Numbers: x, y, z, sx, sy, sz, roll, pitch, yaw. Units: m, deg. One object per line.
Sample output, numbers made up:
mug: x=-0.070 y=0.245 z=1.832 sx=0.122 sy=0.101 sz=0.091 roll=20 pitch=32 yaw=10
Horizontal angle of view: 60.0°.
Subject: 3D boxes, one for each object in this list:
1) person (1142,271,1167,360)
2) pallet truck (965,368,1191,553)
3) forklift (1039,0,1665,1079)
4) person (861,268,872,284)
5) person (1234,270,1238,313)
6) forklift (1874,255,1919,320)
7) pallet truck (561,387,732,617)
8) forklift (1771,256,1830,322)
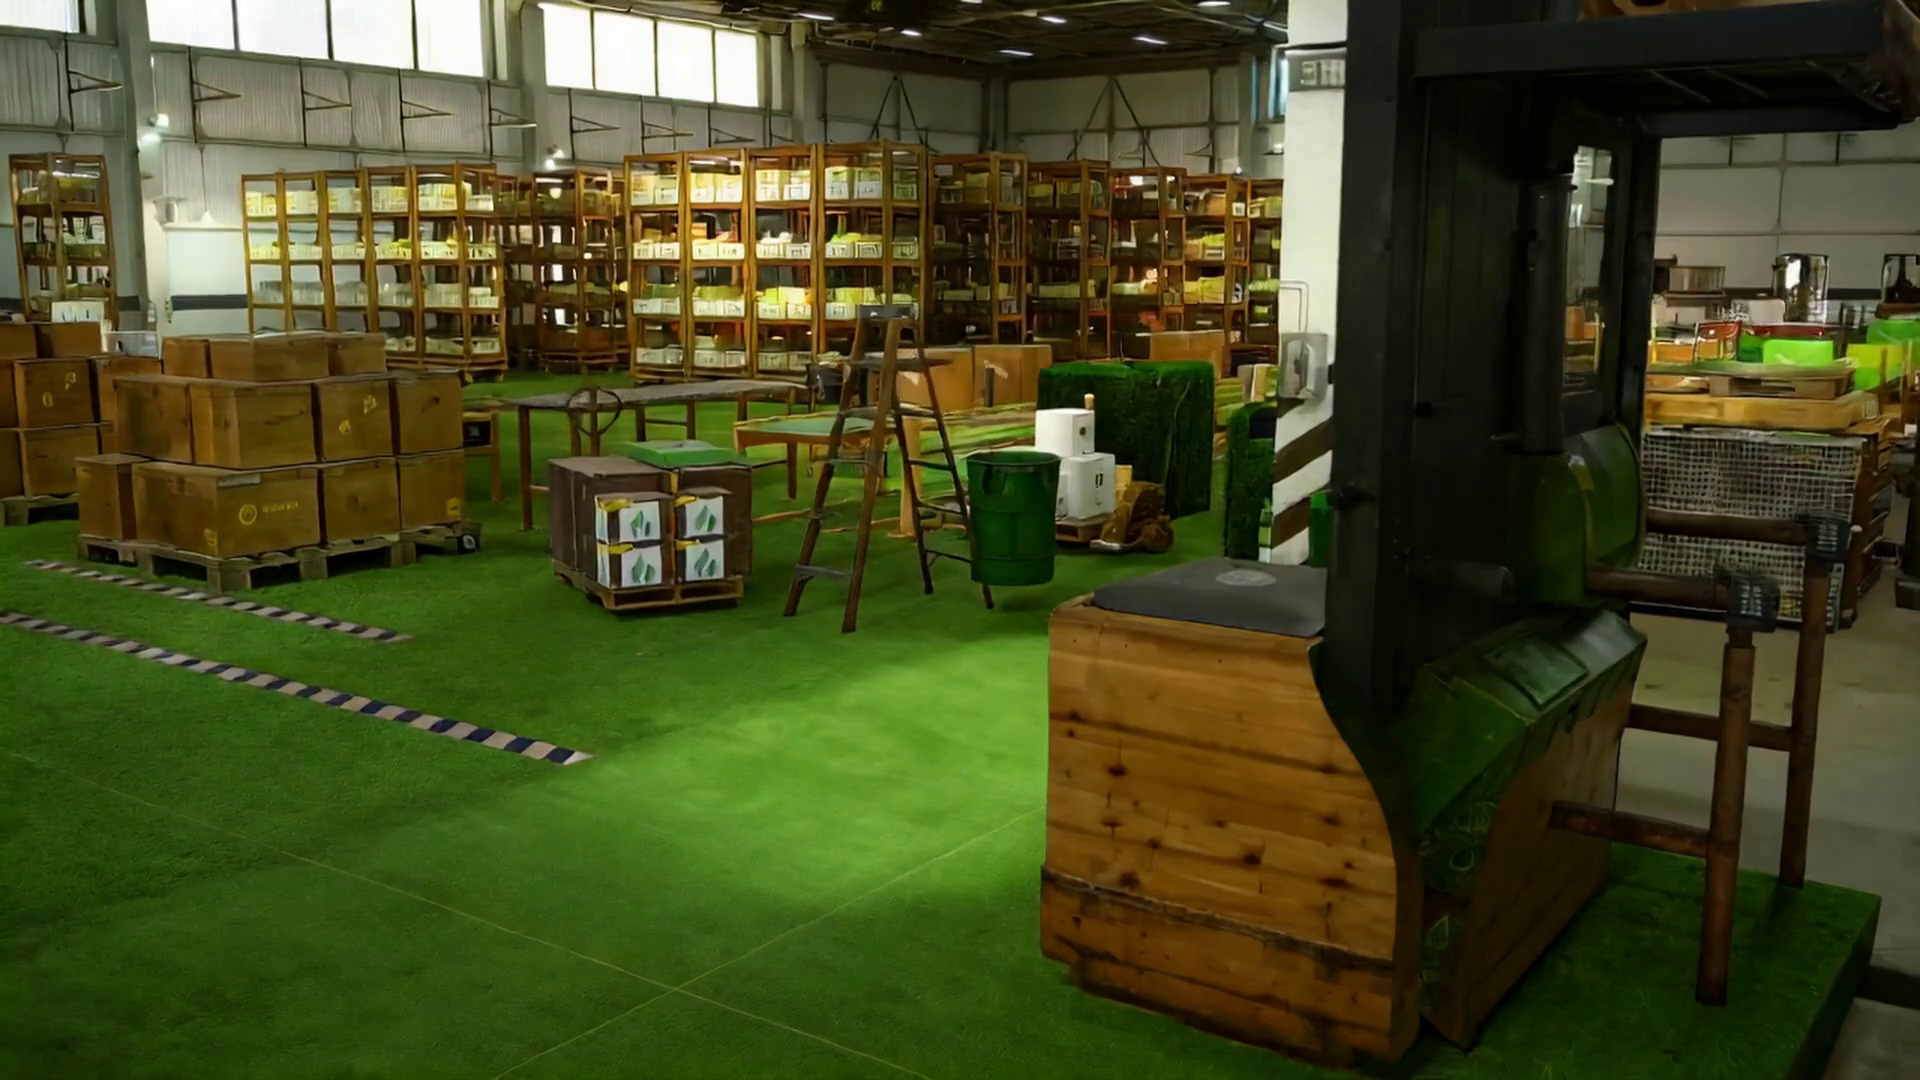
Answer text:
person: x=3.766 y=-4.302 z=32.325 sx=0.404 sy=1.822 sz=0.602 roll=-9 pitch=13 yaw=-43
pallet truck: x=0.845 y=-0.609 z=11.869 sx=1.630 sy=1.274 sz=0.653 roll=7 pitch=12 yaw=35
forklift: x=1.249 y=-0.137 z=4.360 sx=1.873 sy=2.768 sz=1.129 roll=7 pitch=12 yaw=35
person: x=-2.045 y=-5.182 z=37.228 sx=1.030 sy=1.948 sz=0.613 roll=7 pitch=12 yaw=35
person: x=7.398 y=-6.490 z=45.264 sx=0.567 sy=1.846 sz=0.389 roll=-7 pitch=12 yaw=-36
forklift: x=22.089 y=-5.634 z=38.796 sx=1.157 sy=1.987 sz=2.680 roll=6 pitch=11 yaw=33
pallet truck: x=-1.981 y=-0.274 z=10.088 sx=0.680 sy=1.201 sz=1.601 roll=-5 pitch=11 yaw=-28
forklift: x=20.253 y=-5.854 z=40.139 sx=1.157 sy=1.987 sz=2.680 roll=7 pitch=12 yaw=35
